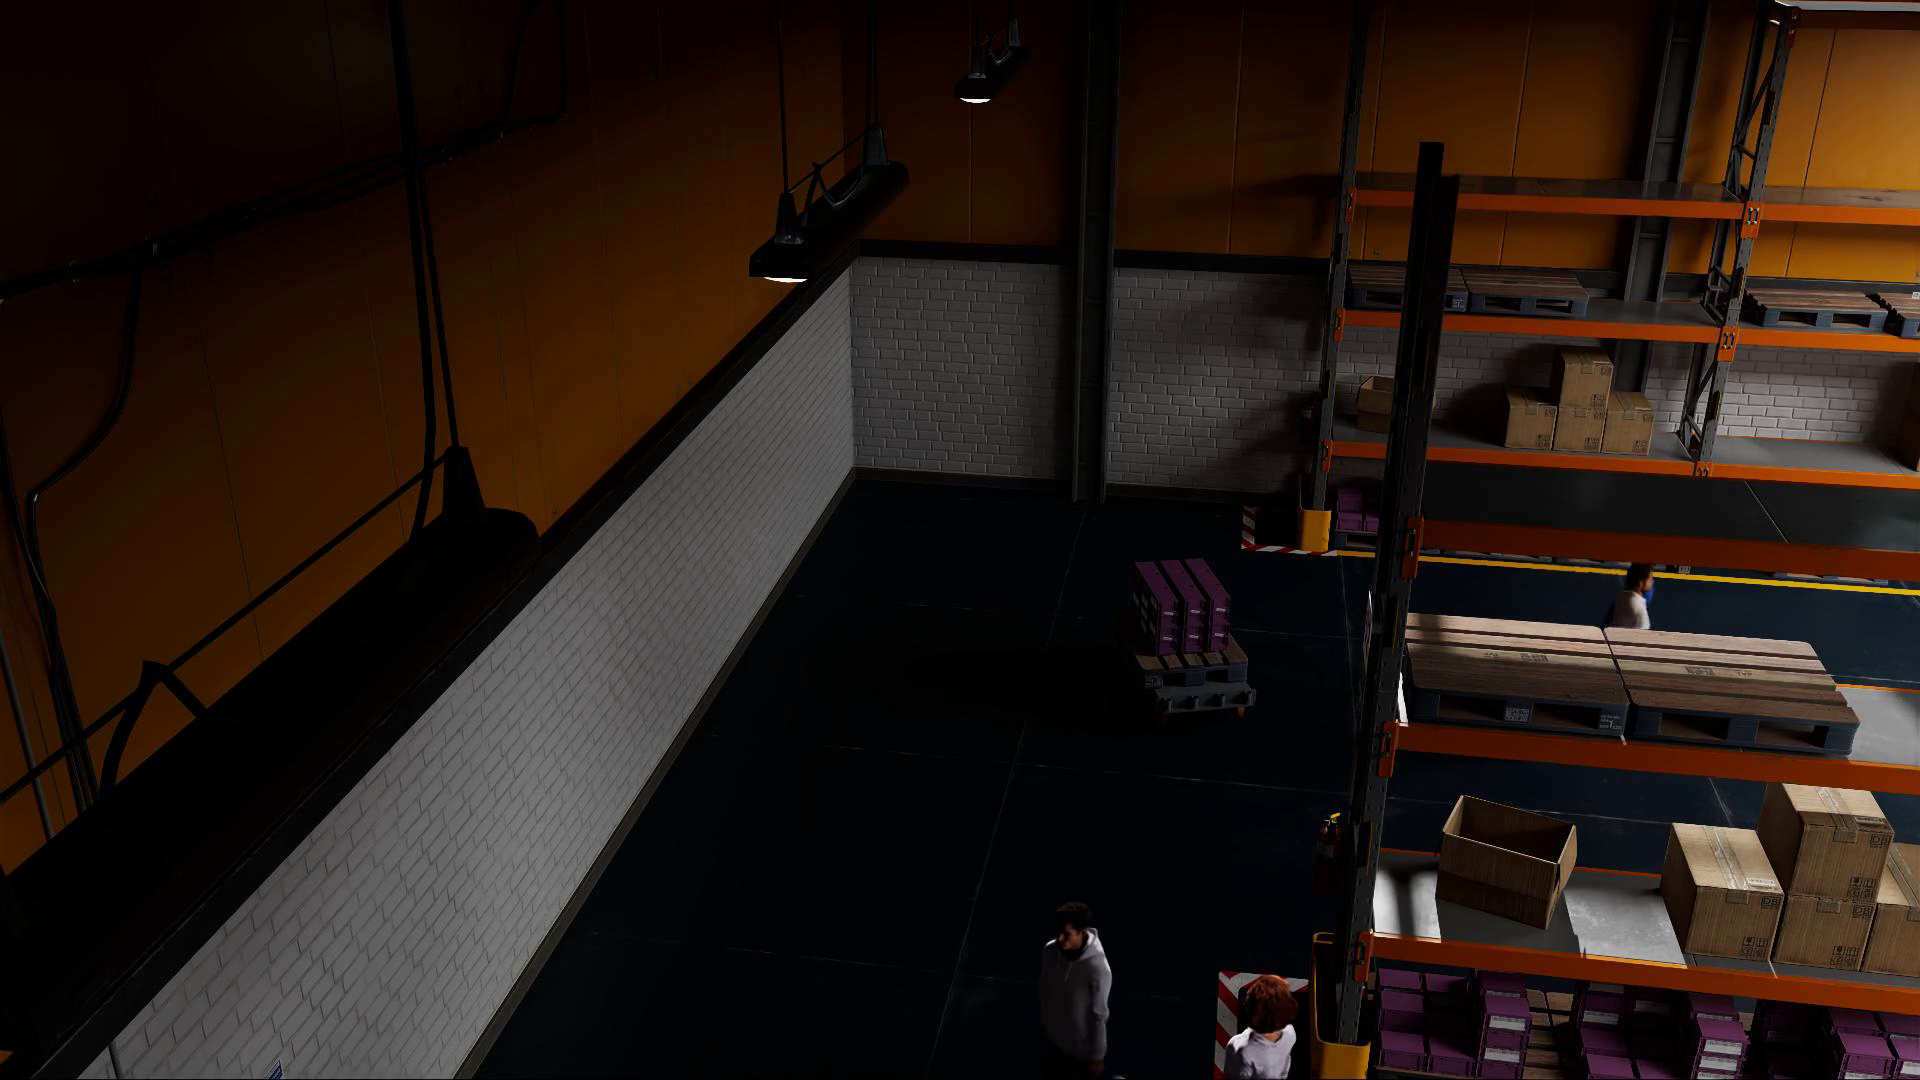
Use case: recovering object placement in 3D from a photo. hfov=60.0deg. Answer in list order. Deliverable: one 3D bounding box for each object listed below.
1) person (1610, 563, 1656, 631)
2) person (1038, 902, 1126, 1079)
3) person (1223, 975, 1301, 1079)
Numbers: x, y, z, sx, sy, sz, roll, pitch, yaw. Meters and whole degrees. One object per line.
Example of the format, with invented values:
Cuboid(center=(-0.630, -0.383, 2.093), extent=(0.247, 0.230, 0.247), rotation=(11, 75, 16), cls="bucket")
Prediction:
Cuboid(center=(5.688, 1.074, 14.449), extent=(1.180, 1.841, 0.787), rotation=(1, 24, 1), cls="person")
Cuboid(center=(0.759, 2.965, 10.047), extent=(1.182, 1.902, 1.066), rotation=(16, 28, 33), cls="person")
Cuboid(center=(1.731, 3.266, 9.601), extent=(0.739, 1.708, 0.790), rotation=(-17, 29, -34), cls="person")
